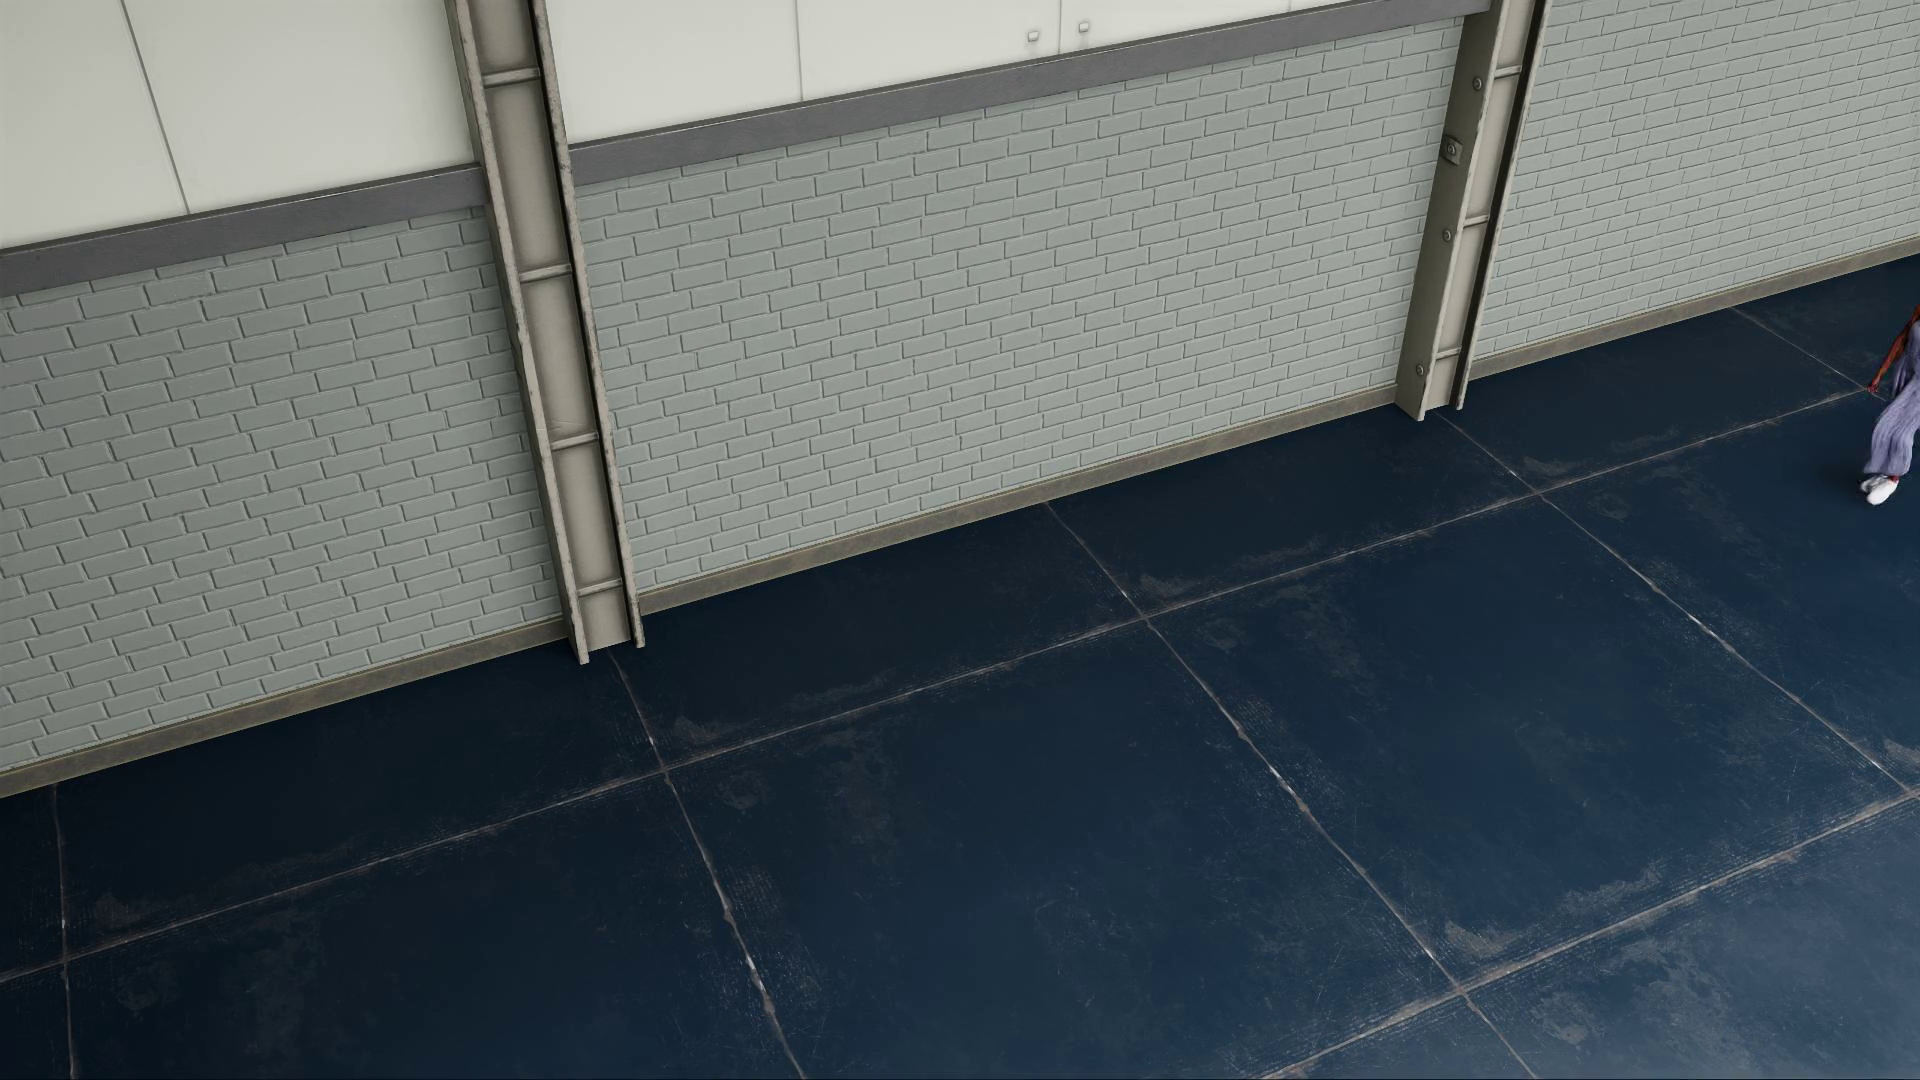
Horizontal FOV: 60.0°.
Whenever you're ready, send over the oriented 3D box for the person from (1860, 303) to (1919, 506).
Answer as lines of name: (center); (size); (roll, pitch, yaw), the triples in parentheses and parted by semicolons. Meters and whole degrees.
person: (6.129, -1.001, 10.538); (0.701, 1.683, 0.597); (-14, 40, -17)
